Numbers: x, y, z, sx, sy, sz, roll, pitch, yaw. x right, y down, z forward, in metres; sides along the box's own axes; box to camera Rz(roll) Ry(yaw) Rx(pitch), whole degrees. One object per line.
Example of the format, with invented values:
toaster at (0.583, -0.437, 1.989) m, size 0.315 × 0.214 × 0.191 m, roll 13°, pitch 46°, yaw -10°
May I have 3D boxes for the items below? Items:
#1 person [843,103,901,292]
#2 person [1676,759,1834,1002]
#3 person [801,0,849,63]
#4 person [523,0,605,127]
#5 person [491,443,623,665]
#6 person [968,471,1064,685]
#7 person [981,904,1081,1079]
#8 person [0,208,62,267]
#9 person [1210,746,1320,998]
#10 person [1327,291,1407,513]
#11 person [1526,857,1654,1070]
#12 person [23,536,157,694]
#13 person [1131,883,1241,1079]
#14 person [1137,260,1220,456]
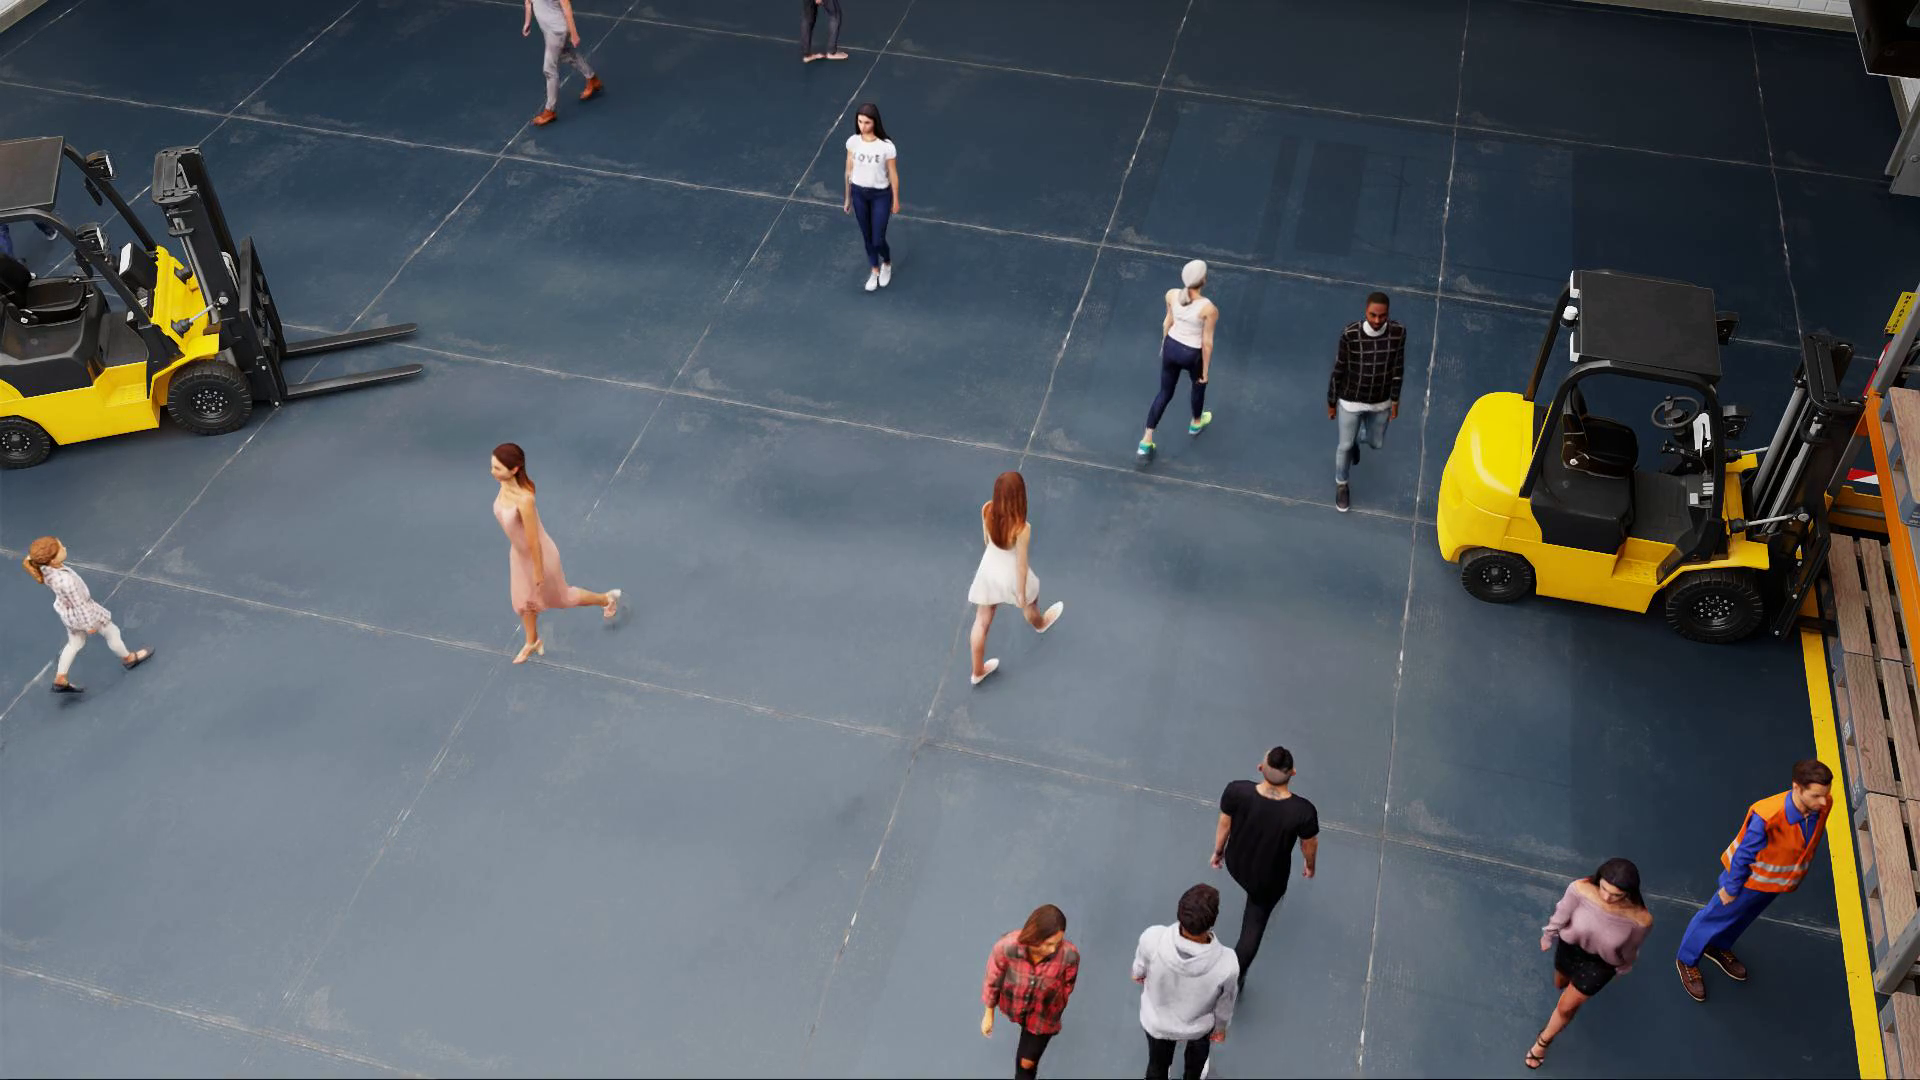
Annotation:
person at (-0.708, -2.932, 14.083) m, size 0.633 × 1.769 × 0.634 m, roll 17°, pitch 46°, yaw 17°
person at (4.340, 1.810, 9.036) m, size 0.789 × 1.863 × 0.821 m, roll -16°, pitch 46°, yaw -16°
person at (-1.549, -5.685, 17.014) m, size 0.826 × 1.712 × 0.769 m, roll -30°, pitch 51°, yaw -28°
person at (-3.896, -5.043, 16.286) m, size 1.098 × 1.786 × 1.304 m, roll 34°, pitch 53°, yaw 31°
person at (-2.701, 0.067, 10.909) m, size 1.131 × 1.804 × 0.991 m, roll -28°, pitch 50°, yaw -26°
person at (0.227, 0.283, 10.779) m, size 0.892 × 1.671 × 1.168 m, roll 30°, pitch 51°, yaw 27°
person at (0.363, 2.327, 8.652) m, size 0.617 × 1.646 × 1.106 m, roll 10°, pitch 45°, yaw 10°
person at (-8.351, -3.005, 14.338) m, size 0.695 × 1.524 × 1.069 m, roll 1°, pitch 44°, yaw 1°
person at (1.610, 1.824, 9.059) m, size 0.865 × 1.813 × 1.279 m, roll 19°, pitch 47°, yaw 19°
person at (2.934, -1.090, 12.121) m, size 0.825 × 1.809 × 0.990 m, roll 0°, pitch 44°, yaw 0°
person at (3.344, 2.131, 8.765) m, size 0.875 × 1.774 × 1.100 m, roll 27°, pitch 50°, yaw 26°
person at (-5.804, 0.502, 10.827) m, size 0.779 × 1.288 × 0.990 m, roll 30°, pitch 51°, yaw 28°
person at (1.081, 2.435, 8.344) m, size 0.677 × 1.914 × 0.683 m, roll 10°, pitch 45°, yaw 10°
person at (1.633, -1.325, 12.466) m, size 0.883 × 1.672 × 1.162 m, roll 26°, pitch 50°, yaw 25°
